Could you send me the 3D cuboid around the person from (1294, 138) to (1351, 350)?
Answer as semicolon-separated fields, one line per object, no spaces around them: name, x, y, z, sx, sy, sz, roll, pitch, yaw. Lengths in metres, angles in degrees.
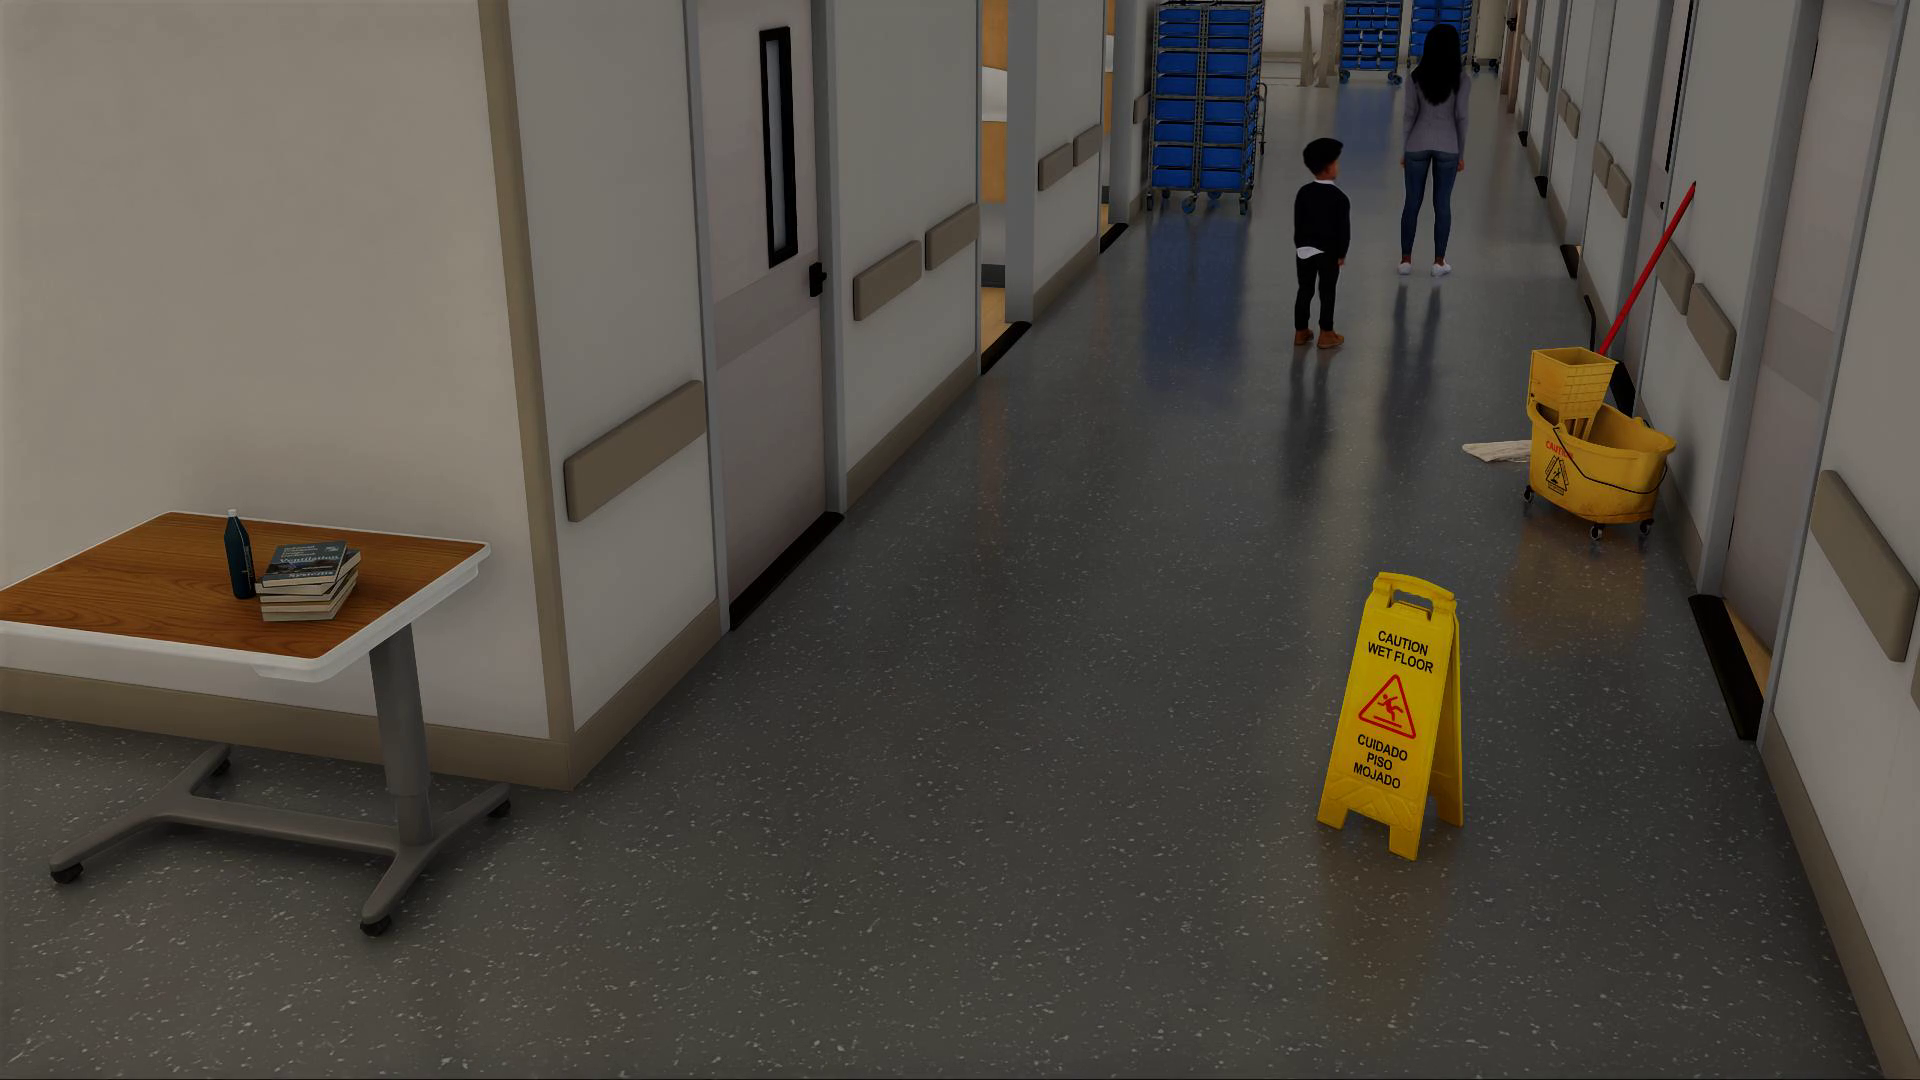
person;2.137;-1.760;9.876;0.573;1.223;0.594;17;27;38

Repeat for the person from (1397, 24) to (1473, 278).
person;3.339;-2.747;11.758;0.617;1.736;0.544;7;22;18
